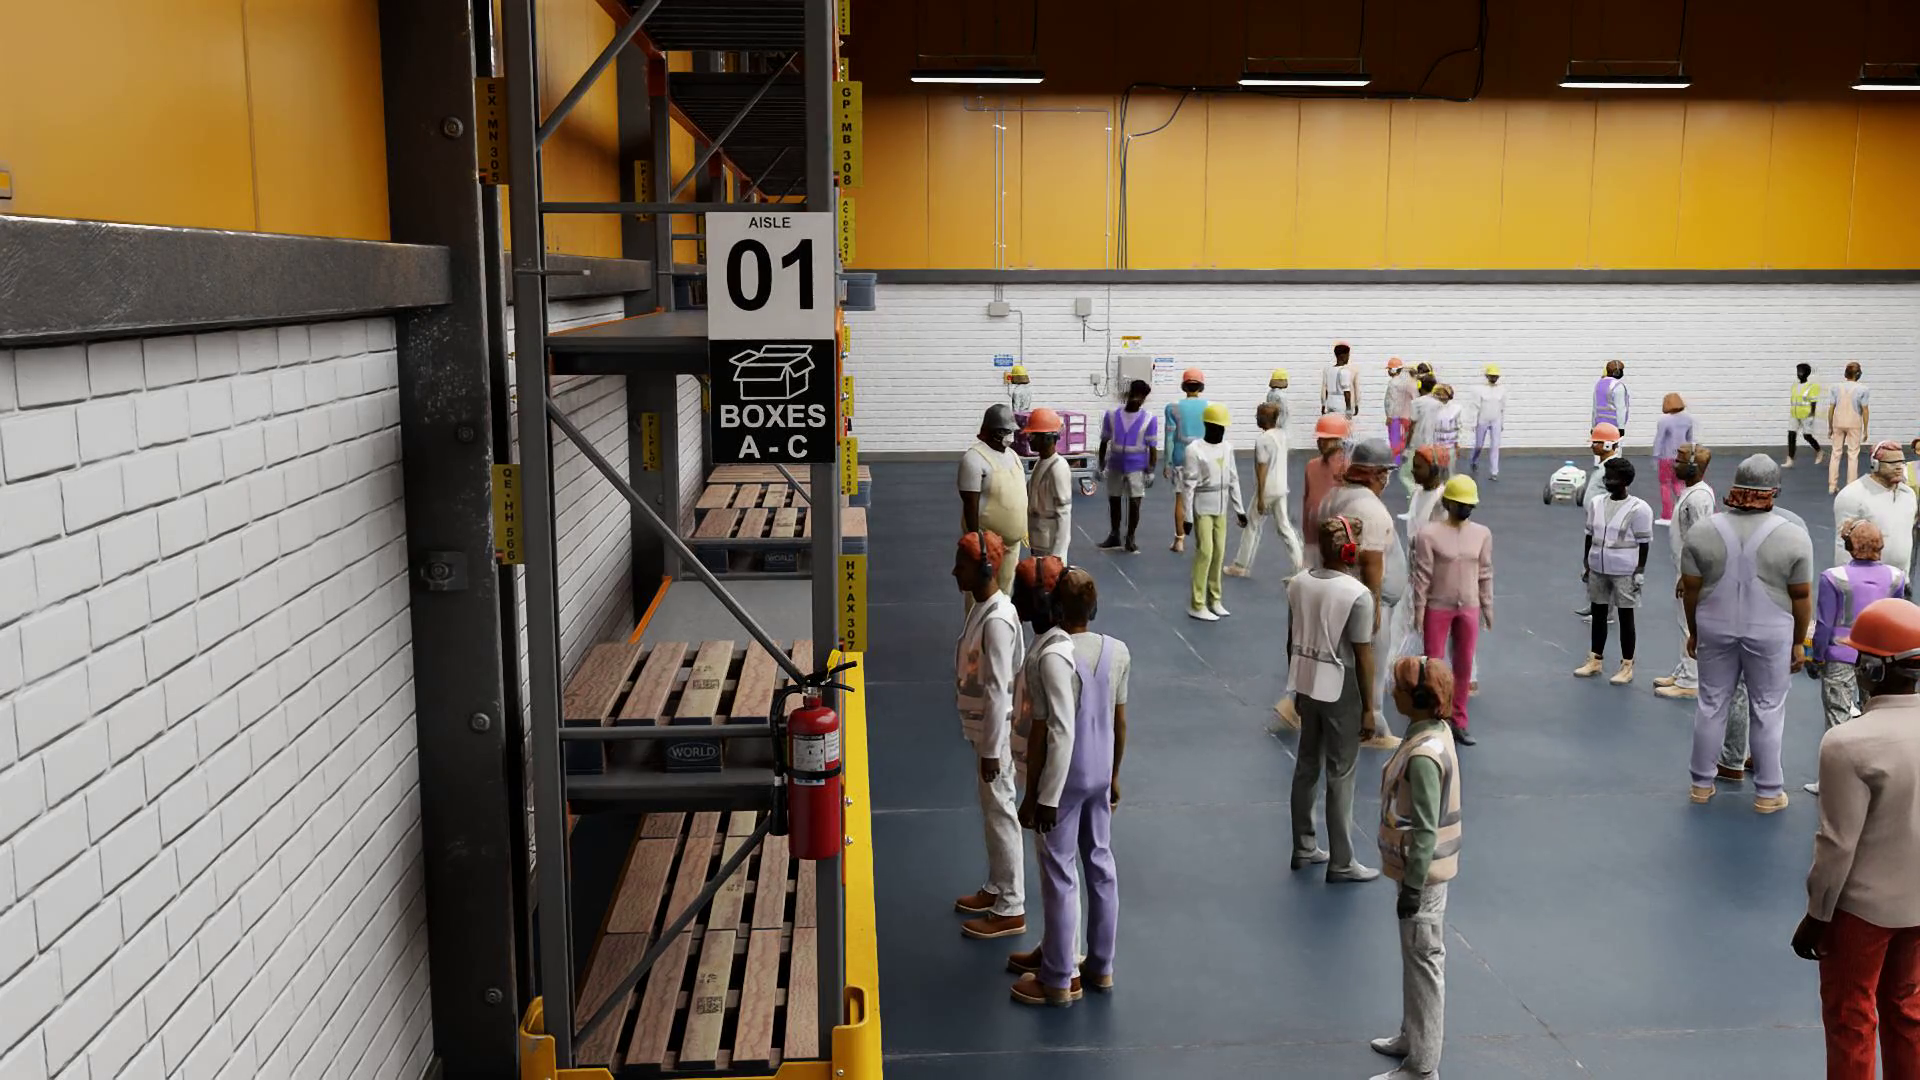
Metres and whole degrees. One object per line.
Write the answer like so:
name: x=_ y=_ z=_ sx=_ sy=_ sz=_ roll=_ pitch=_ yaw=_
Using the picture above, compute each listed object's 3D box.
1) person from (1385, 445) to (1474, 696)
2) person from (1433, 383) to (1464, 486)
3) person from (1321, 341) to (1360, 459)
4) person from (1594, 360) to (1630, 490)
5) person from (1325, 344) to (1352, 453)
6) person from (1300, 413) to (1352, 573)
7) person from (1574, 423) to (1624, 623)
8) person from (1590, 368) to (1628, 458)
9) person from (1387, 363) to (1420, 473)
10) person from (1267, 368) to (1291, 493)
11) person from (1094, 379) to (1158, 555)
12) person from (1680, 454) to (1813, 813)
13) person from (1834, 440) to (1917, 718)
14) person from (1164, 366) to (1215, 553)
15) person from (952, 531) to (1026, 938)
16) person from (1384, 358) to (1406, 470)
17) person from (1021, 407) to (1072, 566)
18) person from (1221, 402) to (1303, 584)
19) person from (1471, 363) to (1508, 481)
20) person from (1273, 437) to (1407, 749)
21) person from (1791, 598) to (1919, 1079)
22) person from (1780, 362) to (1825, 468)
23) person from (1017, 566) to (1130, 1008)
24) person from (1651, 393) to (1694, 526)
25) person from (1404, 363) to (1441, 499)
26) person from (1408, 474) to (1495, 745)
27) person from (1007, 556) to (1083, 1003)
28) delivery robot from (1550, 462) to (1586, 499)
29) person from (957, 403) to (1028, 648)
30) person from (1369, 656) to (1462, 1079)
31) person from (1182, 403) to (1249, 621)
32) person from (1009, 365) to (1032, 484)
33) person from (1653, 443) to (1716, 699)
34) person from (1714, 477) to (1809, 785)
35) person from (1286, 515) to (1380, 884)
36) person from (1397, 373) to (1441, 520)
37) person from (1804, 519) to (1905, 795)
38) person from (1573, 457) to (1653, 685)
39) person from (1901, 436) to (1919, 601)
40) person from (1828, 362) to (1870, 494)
person: x=3.272 y=0.244 z=11.828 sx=0.977 sy=1.831 sz=0.580 roll=-3 pitch=10 yaw=-19
person: x=6.268 y=-1.216 z=21.608 sx=0.514 sy=1.639 sz=0.310 roll=5 pitch=10 yaw=28
person: x=6.074 y=-2.179 z=26.566 sx=0.630 sy=1.986 sz=0.409 roll=0 pitch=9 yaw=-1
person: x=9.206 y=-1.615 z=23.489 sx=0.429 sy=1.843 sz=0.624 roll=-2 pitch=9 yaw=-12
person: x=5.930 y=-2.078 z=25.993 sx=0.367 sy=1.966 sz=0.607 roll=-4 pitch=10 yaw=-21
person: x=2.915 y=-0.012 z=13.010 sx=0.619 sy=1.977 sz=0.618 roll=-6 pitch=11 yaw=-33
person: x=5.617 y=-0.153 z=14.575 sx=0.329 sy=1.751 sz=0.570 roll=2 pitch=9 yaw=11
person: x=9.316 y=-1.635 z=23.907 sx=0.484 sy=1.746 sz=0.291 roll=1 pitch=9 yaw=7
person: x=6.757 y=-1.819 z=25.178 sx=0.772 sy=1.719 sz=0.551 roll=0 pitch=9 yaw=1
person: x=4.451 y=-1.531 z=23.262 sx=0.296 sy=1.744 sz=0.488 roll=-3 pitch=9 yaw=-17
person: x=1.778 y=-0.797 z=18.136 sx=0.763 sy=1.916 sz=0.407 roll=4 pitch=10 yaw=21
person: x=4.479 y=0.517 z=9.473 sx=0.684 sy=2.000 sz=0.538 roll=7 pitch=11 yaw=36
person: x=6.324 y=0.264 z=11.475 sx=0.641 sy=1.910 sz=0.401 roll=-3 pitch=10 yaw=-18
person: x=2.529 y=-0.875 z=18.203 sx=0.613 sy=2.041 sz=0.388 roll=0 pitch=9 yaw=1
person: x=0.140 y=0.885 z=7.691 sx=0.354 sy=1.876 sz=0.574 roll=-1 pitch=9 yaw=-6
person: x=6.768 y=-1.969 z=25.975 sx=0.326 sy=1.752 sz=0.560 roll=5 pitch=10 yaw=28
person: x=0.638 y=0.020 z=12.567 sx=0.378 sy=2.046 sz=0.615 roll=-2 pitch=9 yaw=-12
person: x=3.073 y=-0.465 z=16.420 sx=0.535 sy=1.798 sz=0.970 roll=-9 pitch=12 yaw=-43
person: x=7.863 y=-1.770 z=24.767 sx=0.528 sy=1.743 sz=0.786 roll=0 pitch=9 yaw=2
person: x=2.485 y=0.317 z=10.727 sx=0.784 sy=2.000 sz=0.710 roll=0 pitch=9 yaw=-1
person: x=3.008 y=1.176 z=5.478 sx=0.611 sy=1.995 sz=0.381 roll=-4 pitch=10 yaw=-23
person: x=13.292 y=-1.959 z=26.136 sx=0.676 sy=1.677 sz=0.533 roll=-4 pitch=10 yaw=-24
person: x=0.467 y=1.019 z=6.931 sx=0.508 sy=1.846 sz=0.342 roll=-6 pitch=11 yaw=-34
person: x=8.618 y=-0.973 z=20.115 sx=0.512 sy=1.618 sz=0.363 roll=-3 pitch=9 yaw=-16
person: x=6.227 y=-1.471 z=22.552 sx=0.693 sy=1.845 sz=0.550 roll=-4 pitch=10 yaw=-21
person: x=3.205 y=0.442 z=10.825 sx=0.539 sy=1.767 sz=0.415 roll=-2 pitch=9 yaw=-10
person: x=0.370 y=0.994 z=6.972 sx=0.346 sy=1.881 sz=0.578 roll=0 pitch=9 yaw=2
delivery robot: x=8.078 y=-0.798 z=22.086 sx=0.477 sy=0.478 sz=0.707 roll=5 pitch=10 yaw=29
person: x=0.306 y=-0.089 z=13.277 sx=0.536 sy=2.000 sz=0.683 roll=8 pitch=12 yaw=40
person: x=1.712 y=1.234 z=6.221 sx=0.306 sy=1.640 sz=0.522 roll=3 pitch=9 yaw=16
person: x=2.239 y=-0.260 z=14.726 sx=0.596 sy=1.917 sz=0.439 roll=-8 pitch=12 yaw=-41
person: x=0.875 y=-1.672 z=24.189 sx=0.343 sy=1.735 sz=0.484 roll=4 pitch=10 yaw=26
person: x=5.219 y=0.221 z=11.943 sx=0.346 sy=1.846 sz=0.505 roll=4 pitch=10 yaw=23
person: x=4.722 y=0.495 z=9.935 sx=0.631 sy=1.938 sz=0.372 roll=-3 pitch=10 yaw=-21
person: x=1.851 y=0.794 z=8.340 sx=0.390 sy=1.847 sz=0.563 roll=-5 pitch=11 yaw=-31
person: x=5.606 y=-1.134 z=20.466 sx=0.561 sy=1.837 sz=0.419 roll=-7 pitch=11 yaw=-37
person: x=5.166 y=0.695 z=9.605 sx=0.511 sy=1.641 sz=0.309 roll=-1 pitch=9 yaw=-5
person: x=4.864 y=0.225 z=12.379 sx=0.315 sy=1.695 sz=0.541 roll=-6 pitch=11 yaw=-34
person: x=8.595 y=-0.137 z=14.863 sx=0.311 sy=1.632 sz=0.526 roll=-8 pitch=12 yaw=-42
person: x=12.253 y=-1.532 z=22.951 sx=0.325 sy=1.843 sz=0.517 roll=-8 pitch=12 yaw=-42
